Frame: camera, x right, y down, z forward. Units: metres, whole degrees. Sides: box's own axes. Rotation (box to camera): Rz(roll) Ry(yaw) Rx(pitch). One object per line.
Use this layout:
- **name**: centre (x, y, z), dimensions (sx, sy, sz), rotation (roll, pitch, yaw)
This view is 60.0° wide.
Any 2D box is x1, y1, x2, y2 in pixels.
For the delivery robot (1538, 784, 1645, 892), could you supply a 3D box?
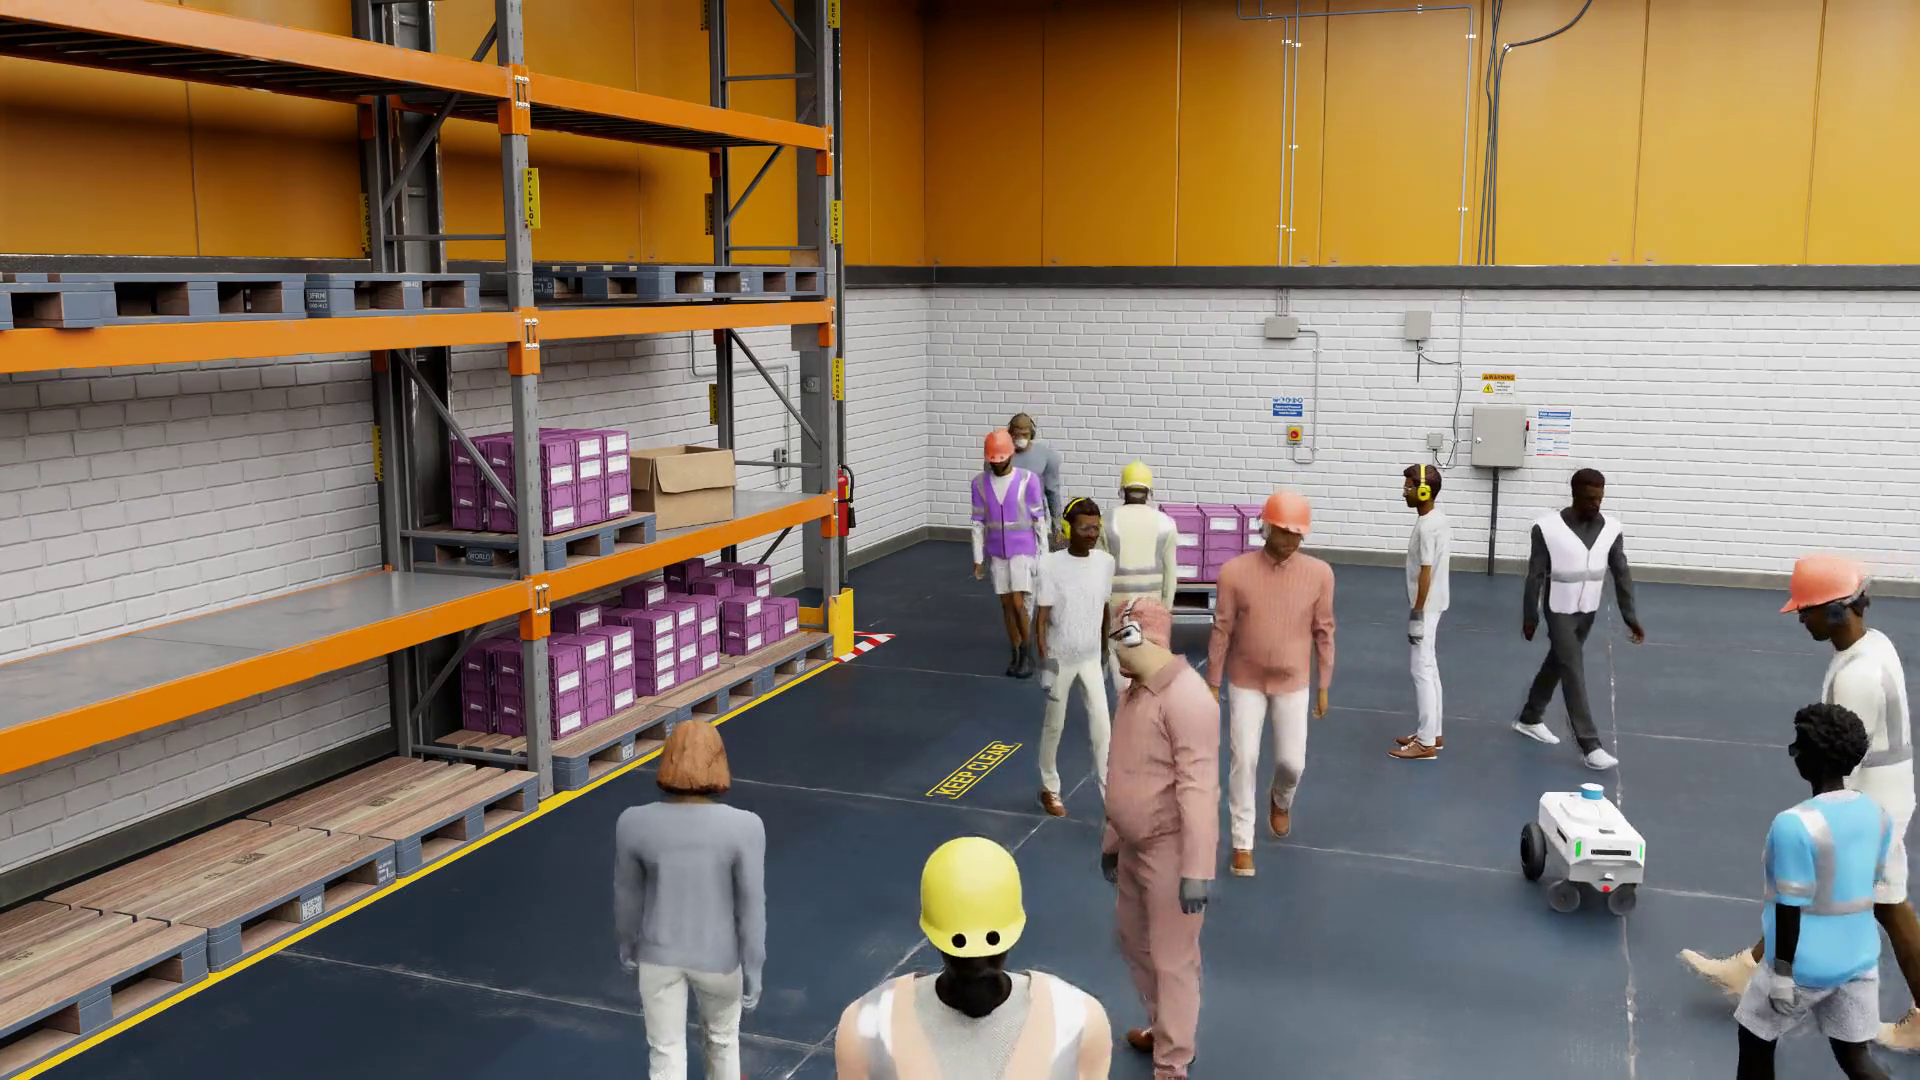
- **delivery robot**: centre (3.065, 1.431, 8.090), dimensions (0.477, 0.478, 0.707), rotation (1, 9, 5)

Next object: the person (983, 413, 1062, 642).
- **person**: centre (0.485, -0.093, 13.719), dimensions (0.669, 1.896, 0.796), rotation (2, 9, 12)

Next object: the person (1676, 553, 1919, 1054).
- **person**: centre (3.425, 1.024, 6.536), dimensions (1.057, 1.958, 0.687), rotation (5, 10, 28)

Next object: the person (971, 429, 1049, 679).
- **person**: centre (0.360, 0.107, 12.502), dimensions (0.581, 1.892, 0.529), rotation (4, 10, 23)

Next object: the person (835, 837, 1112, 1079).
- **person**: centre (0.033, 1.522, 3.576), dimensions (0.589, 1.909, 0.646), rotation (0, 9, -1)

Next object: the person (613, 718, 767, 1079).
- **person**: centre (-0.889, 1.370, 5.520), dimensions (0.519, 1.582, 0.853), rotation (0, 9, -1)

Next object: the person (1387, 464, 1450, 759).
- **person**: centre (2.914, 0.446, 10.488), dimensions (0.315, 1.859, 0.509), rotation (4, 10, 22)

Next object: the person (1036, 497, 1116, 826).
- **person**: centre (0.661, 0.690, 9.060), dimensions (0.525, 1.827, 0.923), rotation (-3, 10, -19)

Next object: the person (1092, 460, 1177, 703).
- **person**: centre (1.150, 0.382, 11.044), dimensions (0.596, 1.811, 0.706), rotation (-1, 9, -7)

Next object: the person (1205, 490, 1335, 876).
- **person**: centre (1.579, 0.703, 8.539), dimensions (0.657, 1.969, 0.585), rotation (1, 9, 6)

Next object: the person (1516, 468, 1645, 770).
- **person**: centre (3.857, 0.459, 10.440), dimensions (0.610, 1.855, 1.045), rotation (-3, 9, -17)

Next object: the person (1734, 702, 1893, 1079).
- **person**: centre (2.847, 1.362, 5.380), dimensions (0.541, 1.668, 0.809), rotation (-5, 10, -28)

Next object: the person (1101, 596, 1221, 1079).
- **person**: centre (0.725, 1.149, 6.086), dimensions (0.420, 1.864, 0.734), rotation (-3, 9, -17)
